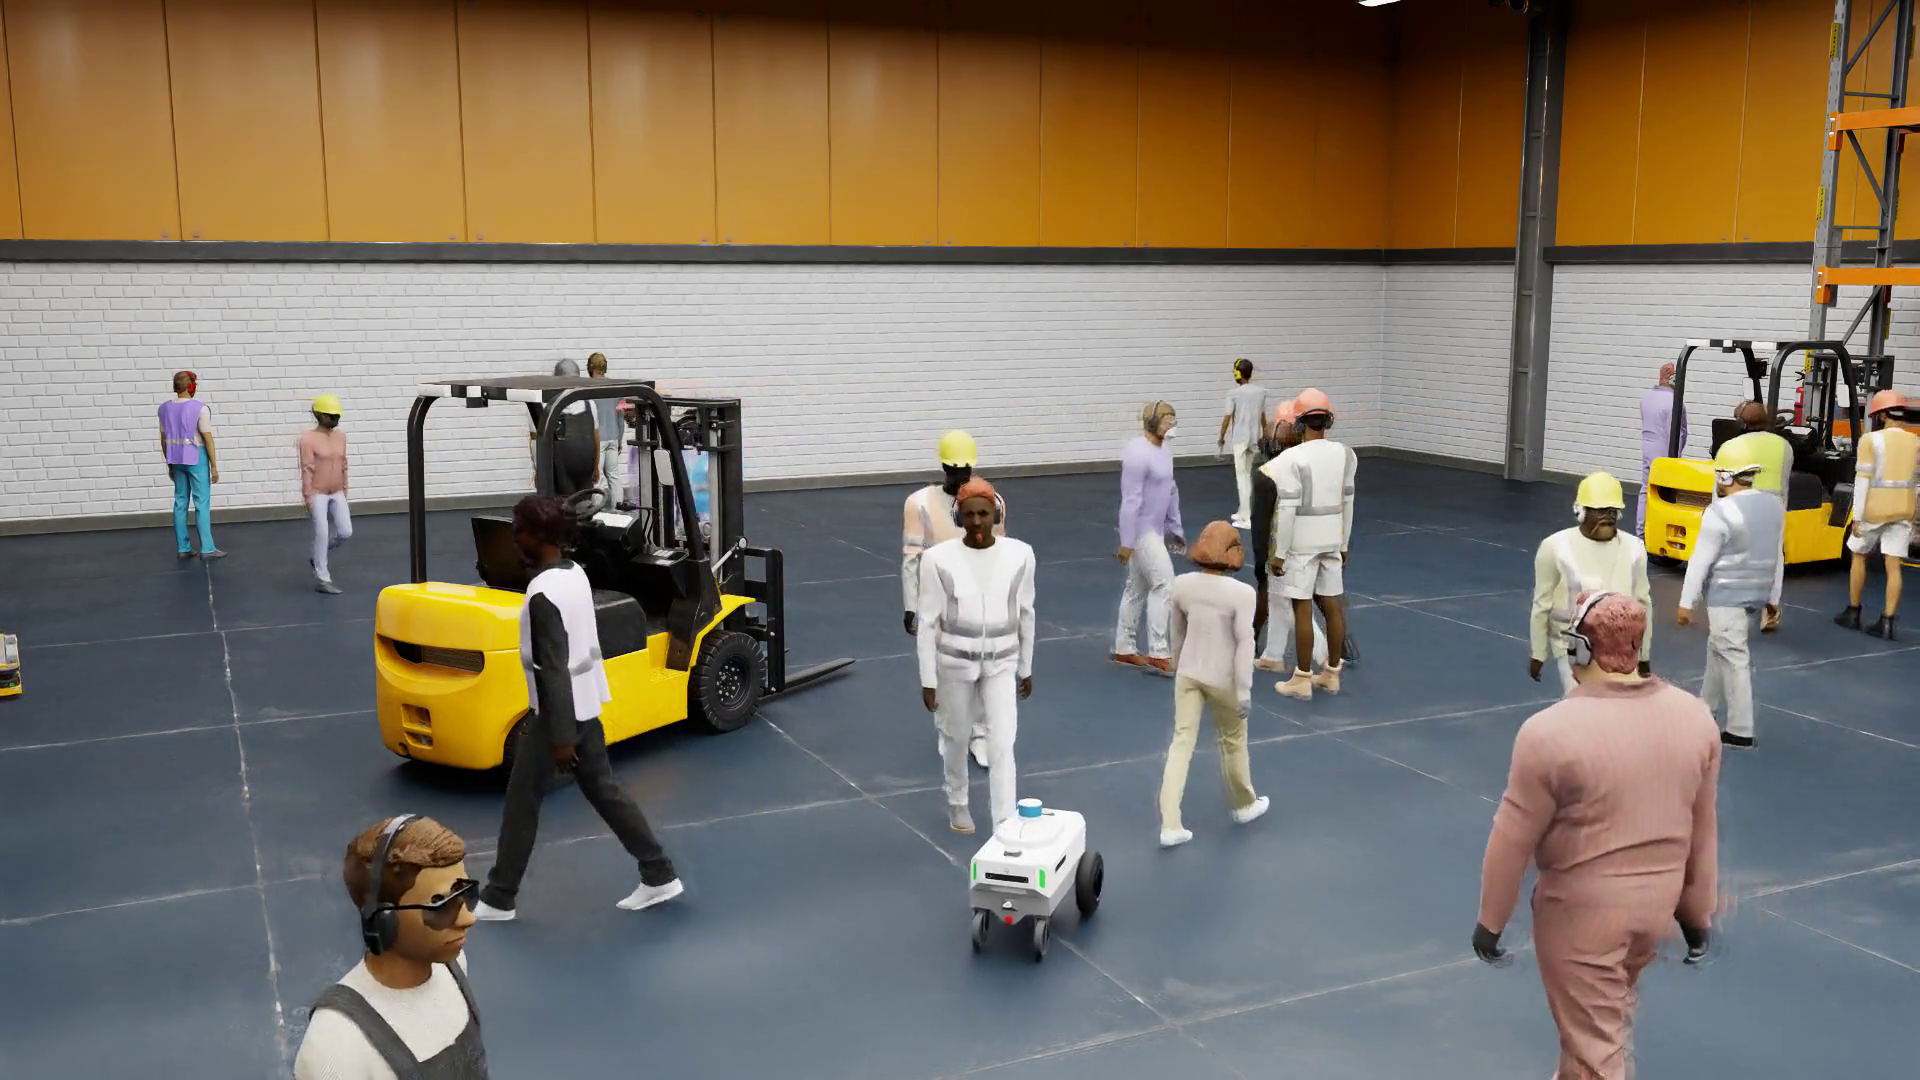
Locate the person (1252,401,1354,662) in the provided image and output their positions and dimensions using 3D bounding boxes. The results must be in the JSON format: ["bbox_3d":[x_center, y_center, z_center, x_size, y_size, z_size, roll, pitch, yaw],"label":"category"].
[{"bbox_3d":[2.406,-0.056,11.926,1.006,1.889,0.563,6,11,35],"label":"person"}]

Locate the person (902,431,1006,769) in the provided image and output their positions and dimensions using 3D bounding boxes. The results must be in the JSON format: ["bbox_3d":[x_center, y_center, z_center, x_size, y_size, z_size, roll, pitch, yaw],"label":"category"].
[{"bbox_3d":[-0.026,0.339,9.399,0.603,1.899,0.747,-1,9,-4],"label":"person"}]

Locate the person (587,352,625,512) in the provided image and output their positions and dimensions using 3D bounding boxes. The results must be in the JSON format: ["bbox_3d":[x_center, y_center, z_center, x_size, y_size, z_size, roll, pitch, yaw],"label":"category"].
[{"bbox_3d":[-3.871,-1.046,17.890,0.372,1.940,0.631,7,12,37],"label":"person"}]

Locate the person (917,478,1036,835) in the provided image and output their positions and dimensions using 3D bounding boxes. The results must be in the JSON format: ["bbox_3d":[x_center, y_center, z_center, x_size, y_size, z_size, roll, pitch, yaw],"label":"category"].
[{"bbox_3d":[0.081,0.611,7.966,0.578,1.827,1.022,-1,9,-8],"label":"person"}]

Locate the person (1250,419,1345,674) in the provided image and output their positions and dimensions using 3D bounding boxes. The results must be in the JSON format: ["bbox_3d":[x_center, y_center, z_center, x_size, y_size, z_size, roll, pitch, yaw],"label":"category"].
[{"bbox_3d":[2.300,0.088,11.313,0.634,1.805,0.862,-8,12,-41],"label":"person"}]

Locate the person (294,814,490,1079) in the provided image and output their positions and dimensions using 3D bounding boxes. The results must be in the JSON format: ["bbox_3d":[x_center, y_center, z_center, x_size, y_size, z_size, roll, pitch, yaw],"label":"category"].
[{"bbox_3d":[-0.978,1.400,3.159,0.967,1.791,0.528,2,9,14],"label":"person"}]

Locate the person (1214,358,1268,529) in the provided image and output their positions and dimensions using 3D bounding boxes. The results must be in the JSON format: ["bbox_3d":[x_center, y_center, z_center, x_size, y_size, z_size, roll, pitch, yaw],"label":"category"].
[{"bbox_3d":[3.043,-1.061,18.237,0.577,1.858,0.587,-4,10,-25],"label":"person"}]

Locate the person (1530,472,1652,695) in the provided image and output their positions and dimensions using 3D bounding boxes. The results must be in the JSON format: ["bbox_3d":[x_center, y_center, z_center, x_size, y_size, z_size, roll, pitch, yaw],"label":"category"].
[{"bbox_3d":[3.258,0.527,8.606,0.603,1.793,0.910,-1,9,-8],"label":"person"}]

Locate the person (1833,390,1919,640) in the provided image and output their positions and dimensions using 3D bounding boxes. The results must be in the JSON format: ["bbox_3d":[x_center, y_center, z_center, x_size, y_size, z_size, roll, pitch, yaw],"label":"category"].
[{"bbox_3d":[7.102,-0.207,12.840,0.568,1.881,0.800,0,9,2],"label":"person"}]

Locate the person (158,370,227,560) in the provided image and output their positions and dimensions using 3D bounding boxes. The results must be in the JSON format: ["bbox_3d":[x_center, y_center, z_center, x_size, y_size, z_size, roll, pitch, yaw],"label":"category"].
[{"bbox_3d":[-7.485,-0.721,16.156,0.567,1.847,0.389,2,9,12],"label":"person"}]

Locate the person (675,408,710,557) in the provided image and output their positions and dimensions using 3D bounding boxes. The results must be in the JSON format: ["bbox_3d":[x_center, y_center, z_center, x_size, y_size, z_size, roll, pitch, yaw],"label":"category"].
[{"bbox_3d":[-2.147,-0.257,13.789,0.532,1.683,0.411,3,10,18],"label":"person"}]

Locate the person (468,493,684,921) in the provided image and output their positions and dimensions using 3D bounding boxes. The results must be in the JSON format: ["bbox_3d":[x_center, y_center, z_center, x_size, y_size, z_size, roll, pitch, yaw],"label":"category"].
[{"bbox_3d":[-1.693,0.723,7.153,1.011,1.874,0.613,0,9,0],"label":"person"}]

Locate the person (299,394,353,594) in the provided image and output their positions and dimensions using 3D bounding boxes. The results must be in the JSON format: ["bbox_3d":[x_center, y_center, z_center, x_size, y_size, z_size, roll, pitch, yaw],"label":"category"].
[{"bbox_3d":[-5.545,-0.401,14.485,0.480,1.748,0.546,5,10,28],"label":"person"}]

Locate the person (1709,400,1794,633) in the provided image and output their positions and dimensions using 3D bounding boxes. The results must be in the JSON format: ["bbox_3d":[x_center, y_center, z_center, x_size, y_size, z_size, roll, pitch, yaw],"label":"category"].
[{"bbox_3d":[6.014,-0.148,12.665,0.643,1.825,0.502,-2,9,-12],"label":"person"}]

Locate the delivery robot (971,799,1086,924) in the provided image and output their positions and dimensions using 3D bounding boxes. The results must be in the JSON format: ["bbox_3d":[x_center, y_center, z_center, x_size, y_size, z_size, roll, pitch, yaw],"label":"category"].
[{"bbox_3d":[0.296,1.343,7.056,0.477,0.478,0.707,3,10,18],"label":"delivery robot"}]

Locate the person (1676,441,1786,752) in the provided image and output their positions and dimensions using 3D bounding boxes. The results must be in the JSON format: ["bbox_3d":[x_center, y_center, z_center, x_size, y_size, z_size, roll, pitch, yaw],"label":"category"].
[{"bbox_3d":[4.476,0.311,9.863,0.627,1.804,0.759,-5,10,-28],"label":"person"}]

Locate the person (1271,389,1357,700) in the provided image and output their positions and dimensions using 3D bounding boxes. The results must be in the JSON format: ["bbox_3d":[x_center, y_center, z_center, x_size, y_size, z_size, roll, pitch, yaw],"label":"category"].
[{"bbox_3d":[2.295,0.029,10.919,0.609,2.036,0.402,-5,10,-27],"label":"person"}]

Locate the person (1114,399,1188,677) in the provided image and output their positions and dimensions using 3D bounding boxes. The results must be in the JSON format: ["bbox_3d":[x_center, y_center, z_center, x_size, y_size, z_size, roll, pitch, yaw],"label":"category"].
[{"bbox_3d":[1.386,-0.018,11.563,0.708,1.913,0.647,4,10,22],"label":"person"}]

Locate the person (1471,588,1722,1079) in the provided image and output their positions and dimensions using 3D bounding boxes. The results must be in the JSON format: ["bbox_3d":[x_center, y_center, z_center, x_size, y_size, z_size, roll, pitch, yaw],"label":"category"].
[{"bbox_3d":[1.818,1.062,4.972,0.680,1.876,0.813,-3,10,-19],"label":"person"}]

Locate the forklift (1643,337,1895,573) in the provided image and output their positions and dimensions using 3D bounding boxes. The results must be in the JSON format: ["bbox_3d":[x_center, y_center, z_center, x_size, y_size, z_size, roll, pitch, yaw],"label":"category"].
[{"bbox_3d":[7.551,-0.789,15.507,2.313,2.155,1.214,-4,10,-25],"label":"forklift"}]

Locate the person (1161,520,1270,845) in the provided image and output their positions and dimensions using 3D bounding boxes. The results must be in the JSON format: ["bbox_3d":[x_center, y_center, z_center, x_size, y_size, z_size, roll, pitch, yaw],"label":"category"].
[{"bbox_3d":[1.256,0.685,8.227,0.515,1.582,0.847,8,12,40],"label":"person"}]

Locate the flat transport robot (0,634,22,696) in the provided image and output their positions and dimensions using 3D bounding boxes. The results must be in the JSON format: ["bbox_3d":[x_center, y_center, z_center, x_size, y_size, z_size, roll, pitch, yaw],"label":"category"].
[{"bbox_3d":[-6.759,0.851,11.281,0.652,0.197,1.431,-5,11,-30],"label":"flat transport robot"}]

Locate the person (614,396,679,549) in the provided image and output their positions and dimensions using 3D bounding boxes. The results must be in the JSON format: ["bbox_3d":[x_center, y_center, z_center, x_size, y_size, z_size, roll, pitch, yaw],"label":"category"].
[{"bbox_3d":[-2.351,-0.138,12.039,1.020,1.994,0.627,-6,11,-33],"label":"person"}]

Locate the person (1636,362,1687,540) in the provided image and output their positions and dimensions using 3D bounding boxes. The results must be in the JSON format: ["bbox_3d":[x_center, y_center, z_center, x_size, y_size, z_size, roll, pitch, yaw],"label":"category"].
[{"bbox_3d":[7.042,-0.821,16.625,0.403,1.900,0.647,-1,9,-5],"label":"person"}]

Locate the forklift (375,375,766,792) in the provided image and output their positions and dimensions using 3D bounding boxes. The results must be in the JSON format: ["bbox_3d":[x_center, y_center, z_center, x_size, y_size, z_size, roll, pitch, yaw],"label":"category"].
[{"bbox_3d":[-2.268,0.149,9.685,1.214,2.155,2.313,6,11,32],"label":"forklift"}]

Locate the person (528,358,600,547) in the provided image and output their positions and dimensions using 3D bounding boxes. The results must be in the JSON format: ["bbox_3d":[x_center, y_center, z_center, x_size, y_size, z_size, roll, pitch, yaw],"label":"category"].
[{"bbox_3d":[-3.742,-0.747,15.722,0.693,2.000,0.865,-9,13,-43],"label":"person"}]
